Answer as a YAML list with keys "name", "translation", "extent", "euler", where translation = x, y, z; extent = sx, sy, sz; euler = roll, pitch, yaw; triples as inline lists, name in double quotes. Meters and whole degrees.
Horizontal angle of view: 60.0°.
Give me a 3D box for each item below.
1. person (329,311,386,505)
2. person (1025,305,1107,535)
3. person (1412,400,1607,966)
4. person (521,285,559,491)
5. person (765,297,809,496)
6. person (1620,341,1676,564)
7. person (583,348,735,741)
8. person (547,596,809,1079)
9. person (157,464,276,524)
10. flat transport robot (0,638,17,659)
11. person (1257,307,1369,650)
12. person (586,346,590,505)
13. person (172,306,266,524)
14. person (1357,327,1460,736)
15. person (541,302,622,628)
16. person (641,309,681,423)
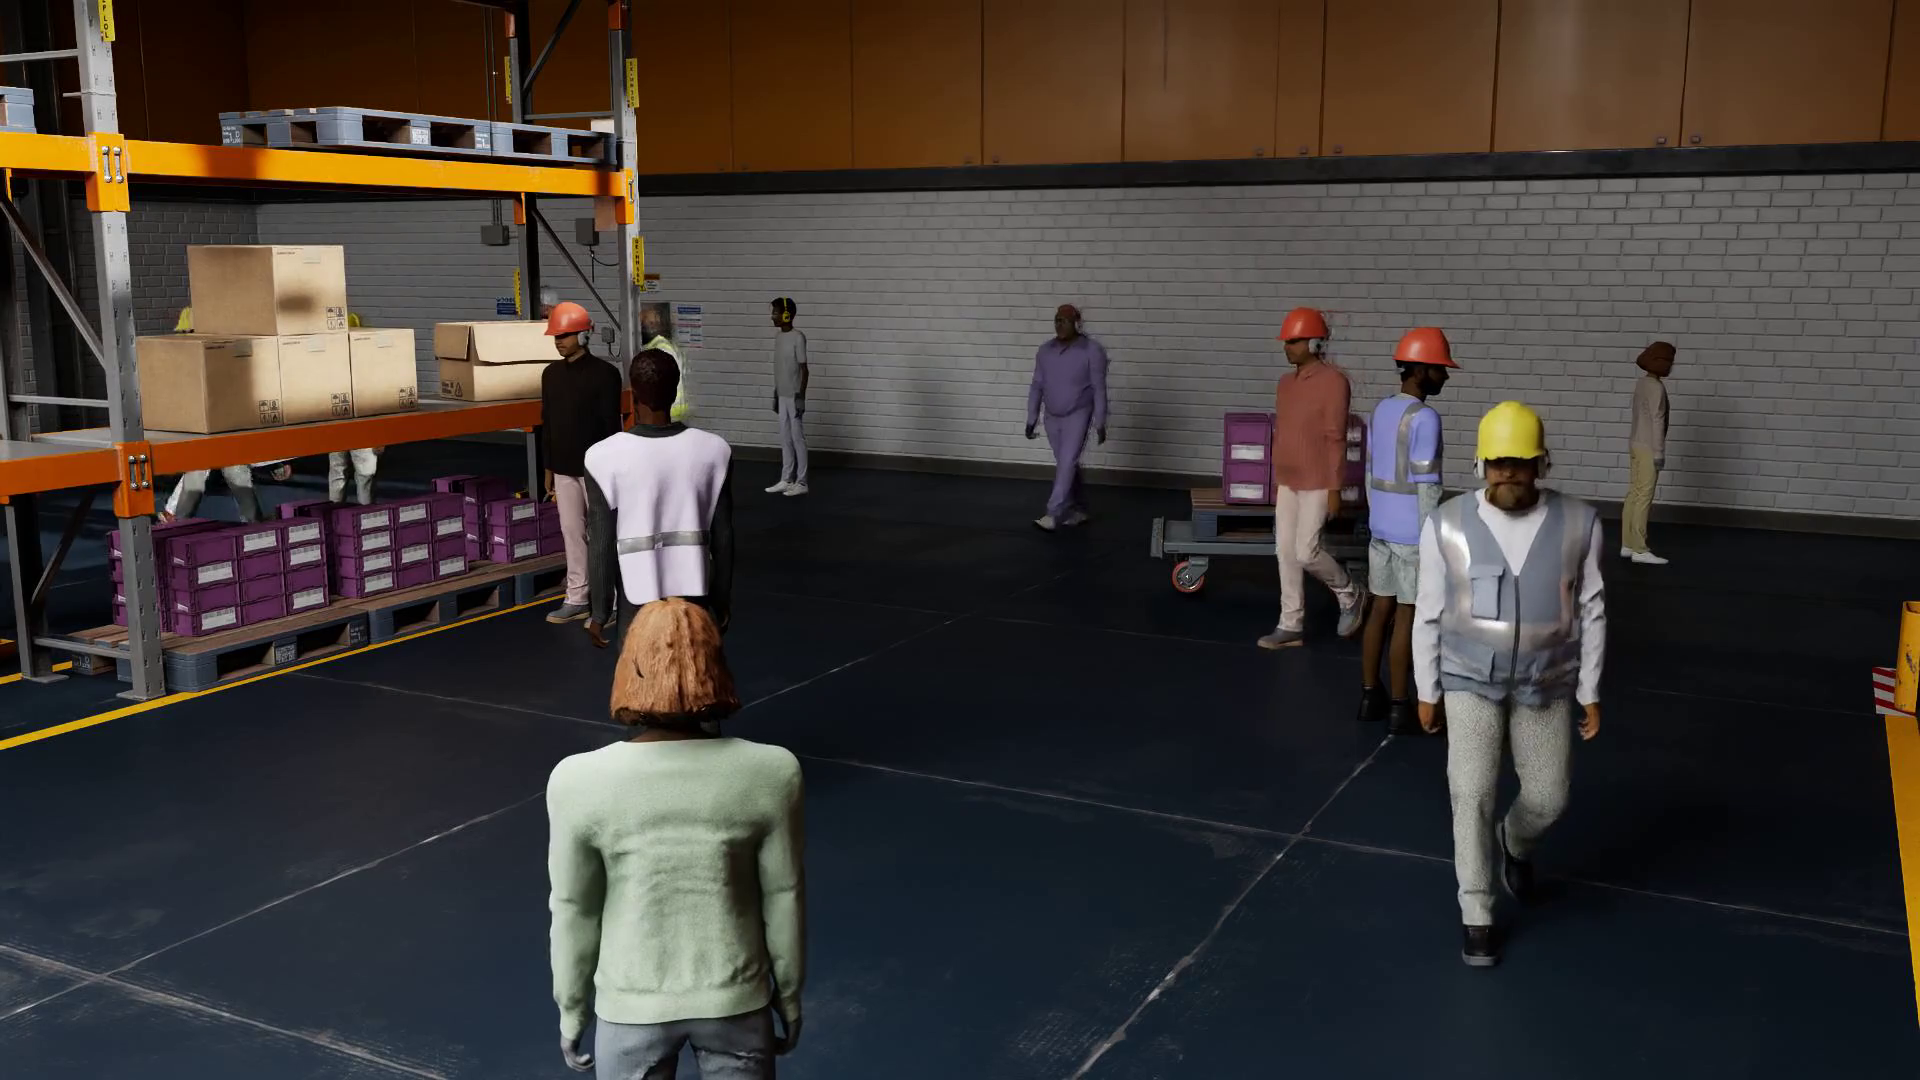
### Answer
- name: "person"
  translation: [-4.744, -0.865, 12.991]
  extent: [0.599, 1.828, 0.404]
  euler: [3, 10, 16]
- name: "person"
  translation: [0.830, -0.987, 13.613]
  extent: [0.669, 1.850, 0.979]
  euler: [7, 12, 36]
- name: "person"
  translation: [1.782, 0.443, 5.451]
  extent: [0.607, 1.818, 0.611]
  euler: [2, 10, 12]
- name: "person"
  translation: [-3.702, -1.297, 14.885]
  extent: [0.685, 2.000, 0.887]
  euler: [5, 11, 28]
- name: "person"
  translation: [-1.617, -1.348, 15.690]
  extent: [0.333, 1.866, 0.515]
  euler: [-7, 12, -36]
- name: "person"
  translation: [5.104, -0.650, 12.314]
  extent: [0.289, 1.633, 0.500]
  euler: [1, 10, 7]
- name: "person"
  translation: [-1.148, 0.227, 6.419]
  extent: [0.591, 1.919, 0.392]
  euler: [-6, 11, -30]
- name: "person"
  translation: [-0.544, 0.919, 3.265]
  extent: [0.497, 1.626, 0.288]
  euler: [-2, 10, -11]
- name: "person"
  translation: [-6.063, -0.948, 13.479]
  extent: [0.965, 1.854, 0.590]
  euler: [1, 10, 8]
- name: "flat transport robot"
  translation: [-5.893, 0.634, 8.823]
  extent: [0.652, 0.197, 1.431]
  euler: [5, 11, 26]
- name: "person"
  translation: [2.026, -0.343, 9.540]
  extent: [0.566, 1.974, 0.632]
  euler: [-5, 11, -26]
- name: "person"
  translation: [-3.406, -1.147, 14.598]
  extent: [0.429, 1.840, 0.627]
  euler: [-8, 13, -40]
- name: "person"
  translation: [-5.756, -0.828, 12.652]
  extent: [0.942, 1.880, 0.593]
  euler: [-3, 10, -16]
- name: "person"
  translation: [2.143, -0.043, 7.931]
  extent: [0.374, 1.934, 0.548]
  euler: [-2, 10, -14]
- name: "person"
  translation: [-2.319, -0.449, 10.136]
  extent: [0.618, 1.986, 0.400]
  euler: [5, 11, 28]
- name: "person"
  translation: [-2.691, -1.043, 14.086]
  extent: [0.829, 1.800, 0.616]
  euler: [-7, 12, -35]
